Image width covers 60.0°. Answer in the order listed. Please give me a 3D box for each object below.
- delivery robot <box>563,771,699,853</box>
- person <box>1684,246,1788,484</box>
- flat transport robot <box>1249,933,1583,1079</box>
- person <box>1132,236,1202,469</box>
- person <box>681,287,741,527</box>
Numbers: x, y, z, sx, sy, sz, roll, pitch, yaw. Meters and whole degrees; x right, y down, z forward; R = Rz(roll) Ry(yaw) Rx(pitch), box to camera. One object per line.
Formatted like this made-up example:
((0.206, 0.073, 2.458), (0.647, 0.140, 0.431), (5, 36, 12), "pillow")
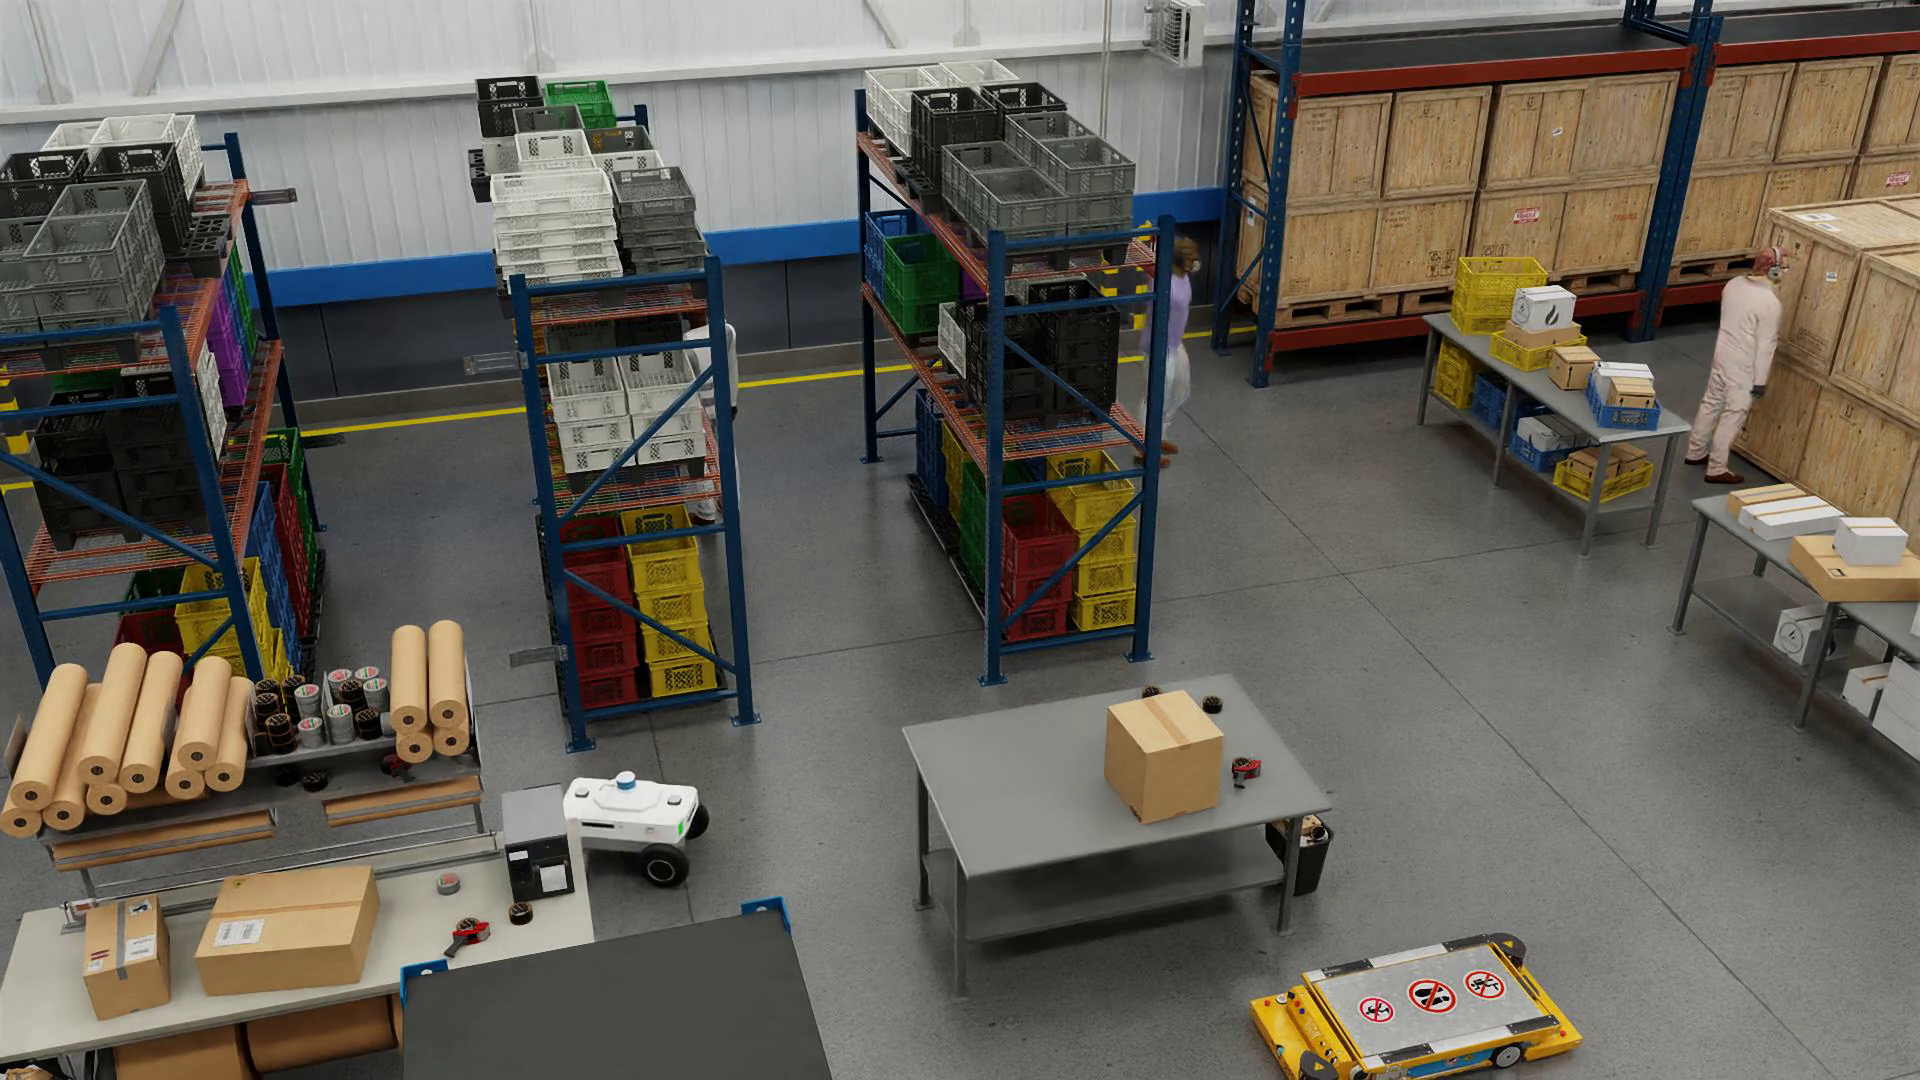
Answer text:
((-1.798, 1.482, 9.051), (0.707, 0.478, 0.477), (4, 29, 7), "delivery robot")
((6.101, -1.372, 12.958), (0.396, 1.898, 0.642), (-3, 29, -6), "person")
((2.184, 2.282, 7.980), (1.431, 0.197, 0.652), (-8, 30, -14), "flat transport robot")
((1.638, -1.474, 13.147), (0.475, 1.913, 0.653), (9, 30, 16), "person")
((-1.869, -0.959, 12.217), (0.572, 1.883, 0.356), (-25, 38, -38), "person")
